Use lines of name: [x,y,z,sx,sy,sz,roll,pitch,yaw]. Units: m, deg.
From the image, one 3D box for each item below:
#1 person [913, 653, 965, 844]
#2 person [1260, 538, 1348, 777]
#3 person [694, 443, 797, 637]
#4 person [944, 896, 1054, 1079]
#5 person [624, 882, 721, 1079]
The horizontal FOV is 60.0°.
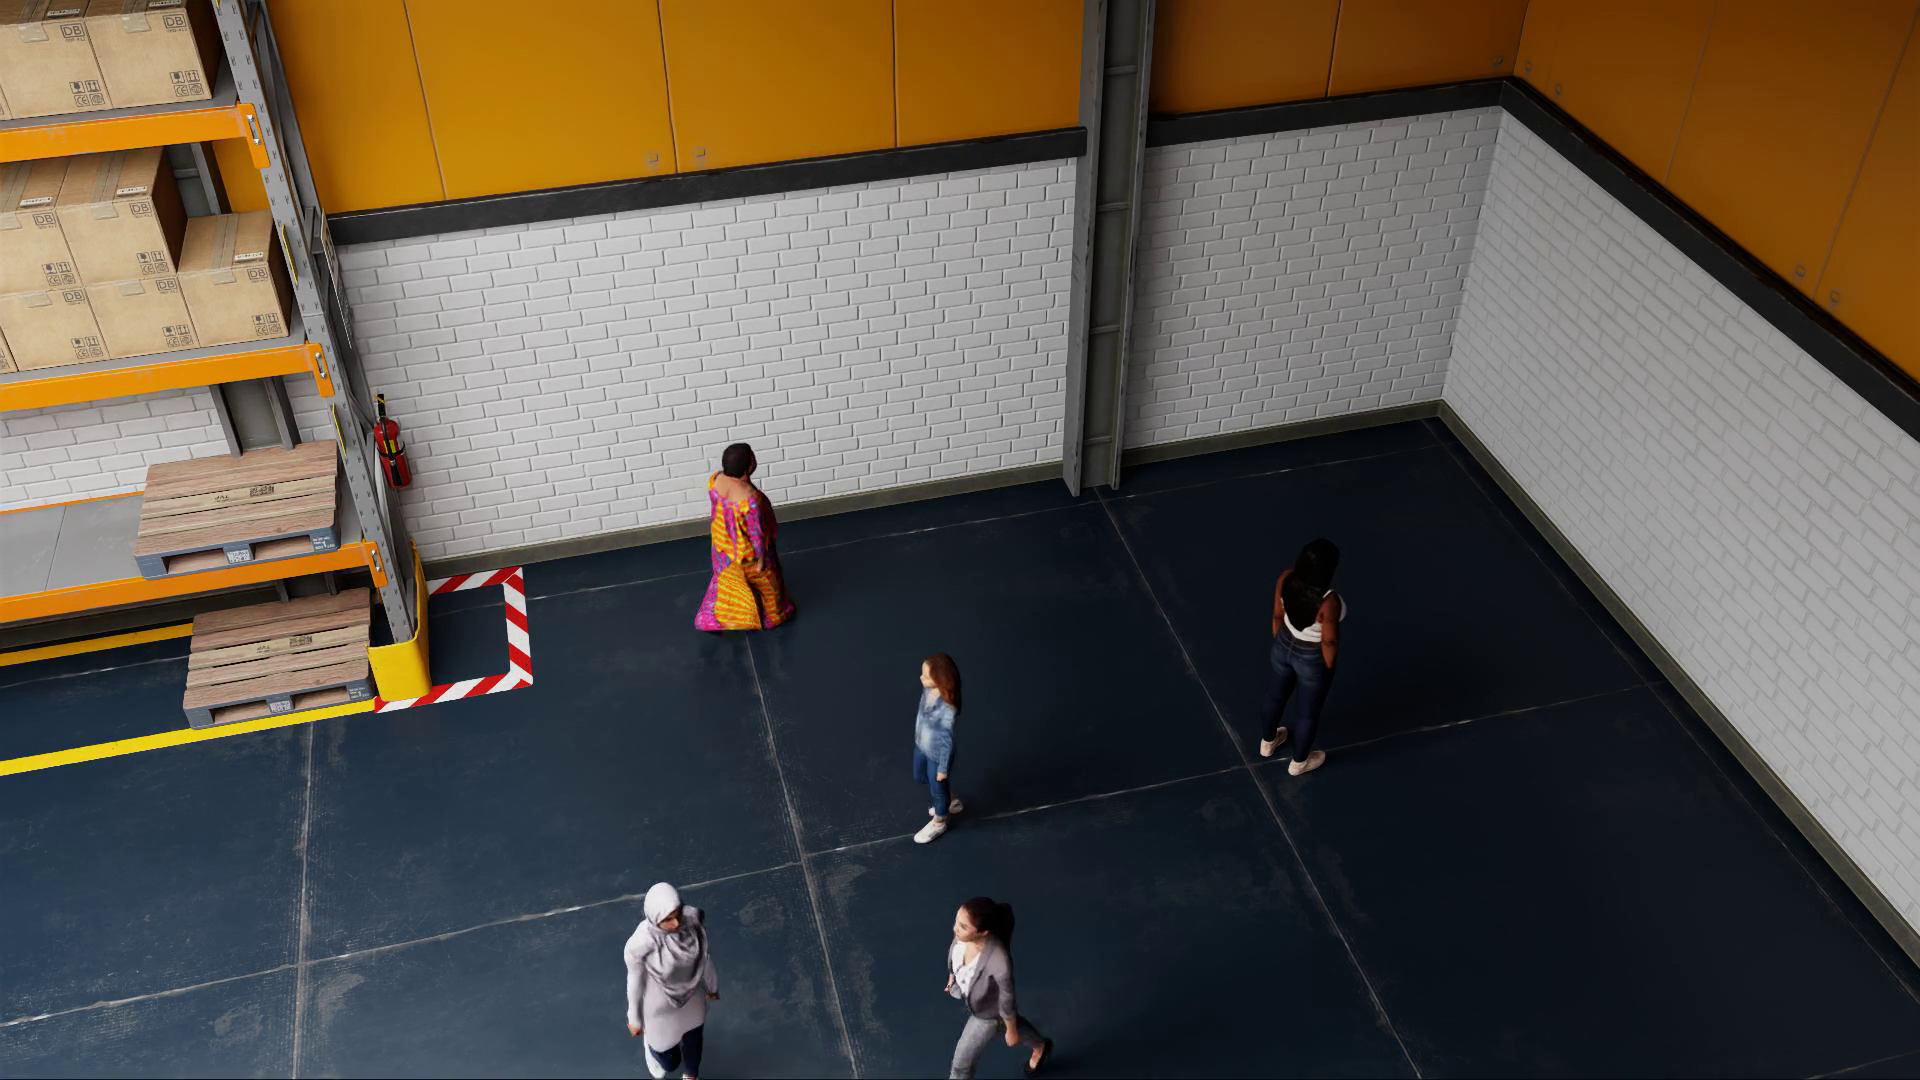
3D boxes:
person: [-0.114,1.260,10.119,0.632,1.474,0.610,-15,41,-18]
person: [2.157,0.731,10.513,0.734,1.809,0.726,-27,46,-30]
person: [-1.546,0.002,11.528,1.019,1.682,1.135,28,46,30]
person: [0.214,2.383,8.587,1.130,1.630,0.728,-18,42,-22]
person: [-1.526,2.315,8.565,0.820,1.765,0.862,-28,47,-31]
